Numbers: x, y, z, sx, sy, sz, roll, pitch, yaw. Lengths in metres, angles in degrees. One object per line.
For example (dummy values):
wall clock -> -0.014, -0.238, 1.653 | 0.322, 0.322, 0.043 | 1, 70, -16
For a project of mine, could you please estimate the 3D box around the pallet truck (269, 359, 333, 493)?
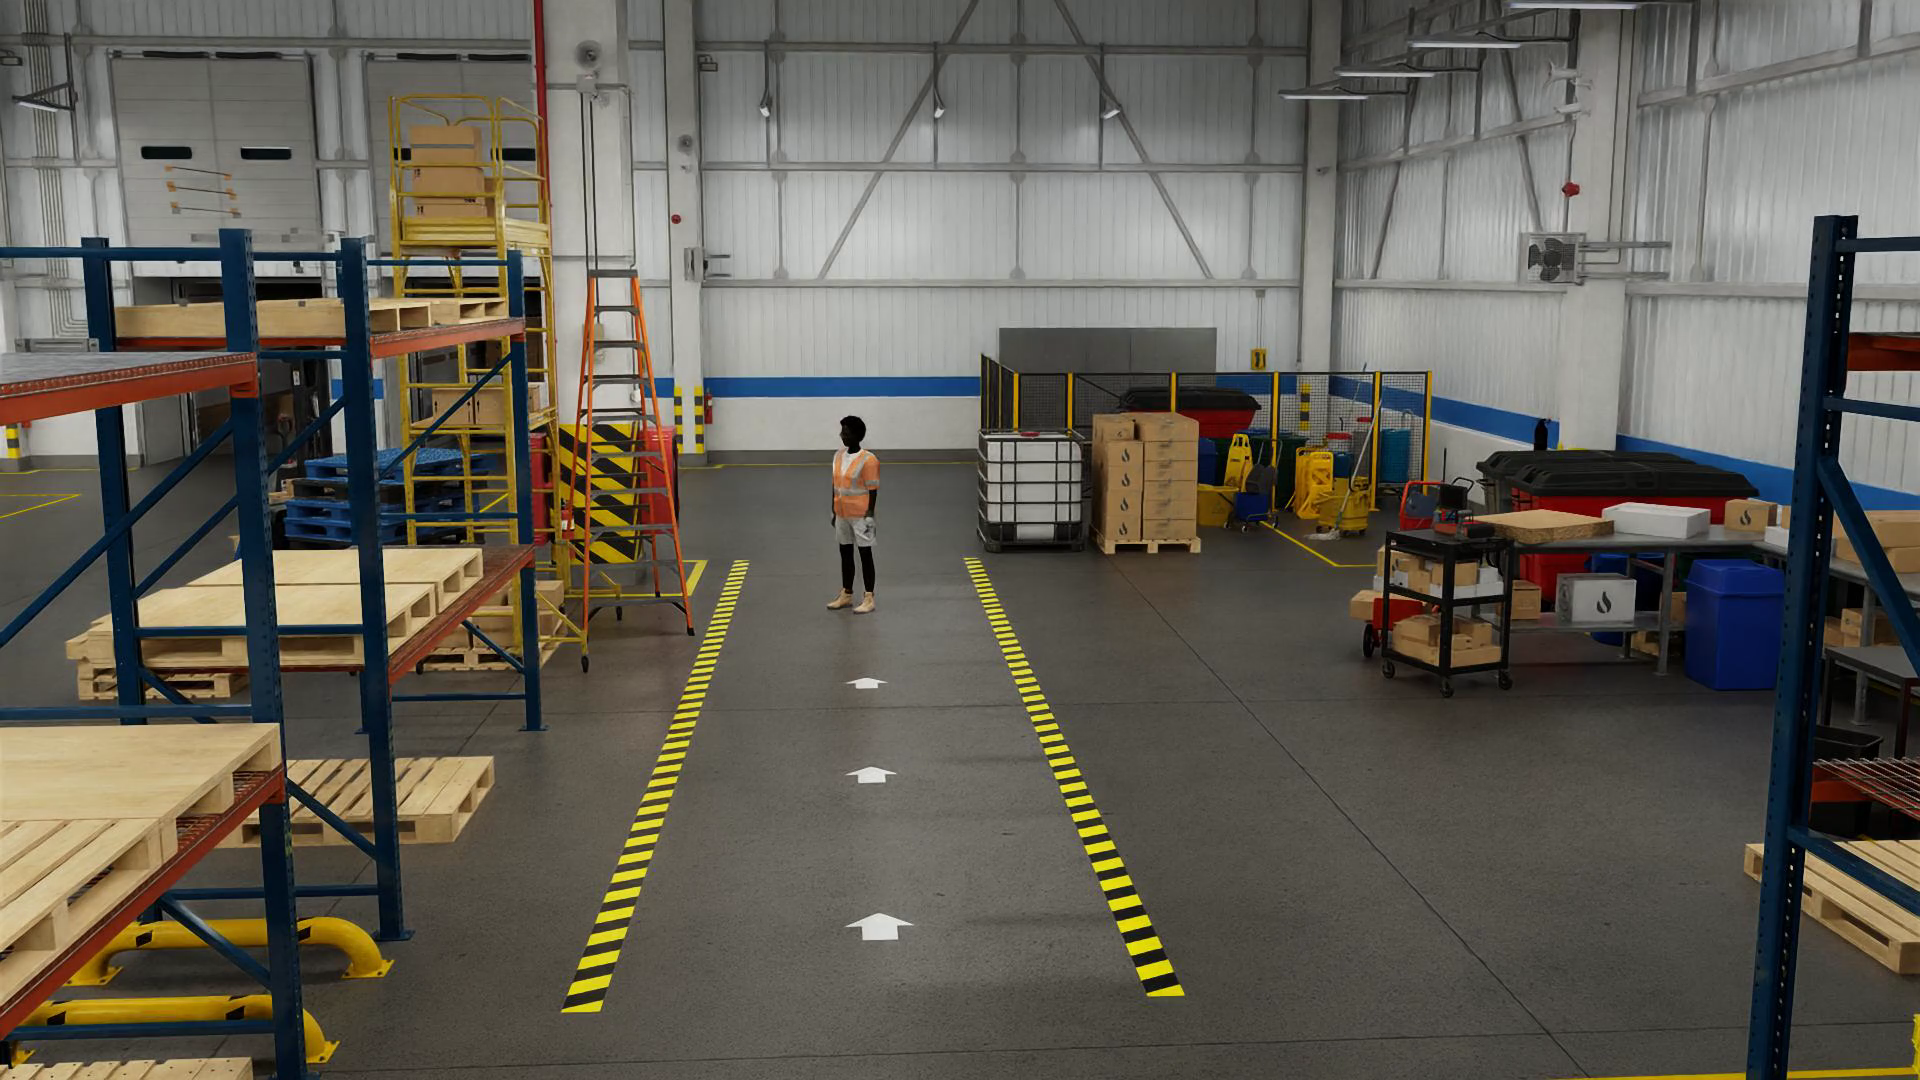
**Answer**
pallet truck -> -7.062, -1.131, 18.996 | 1.885, 1.965, 0.823 | 2, 9, 13

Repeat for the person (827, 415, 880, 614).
person -> -0.910, -0.217, 14.201 | 0.534, 1.697, 0.318 | 8, 12, 40
